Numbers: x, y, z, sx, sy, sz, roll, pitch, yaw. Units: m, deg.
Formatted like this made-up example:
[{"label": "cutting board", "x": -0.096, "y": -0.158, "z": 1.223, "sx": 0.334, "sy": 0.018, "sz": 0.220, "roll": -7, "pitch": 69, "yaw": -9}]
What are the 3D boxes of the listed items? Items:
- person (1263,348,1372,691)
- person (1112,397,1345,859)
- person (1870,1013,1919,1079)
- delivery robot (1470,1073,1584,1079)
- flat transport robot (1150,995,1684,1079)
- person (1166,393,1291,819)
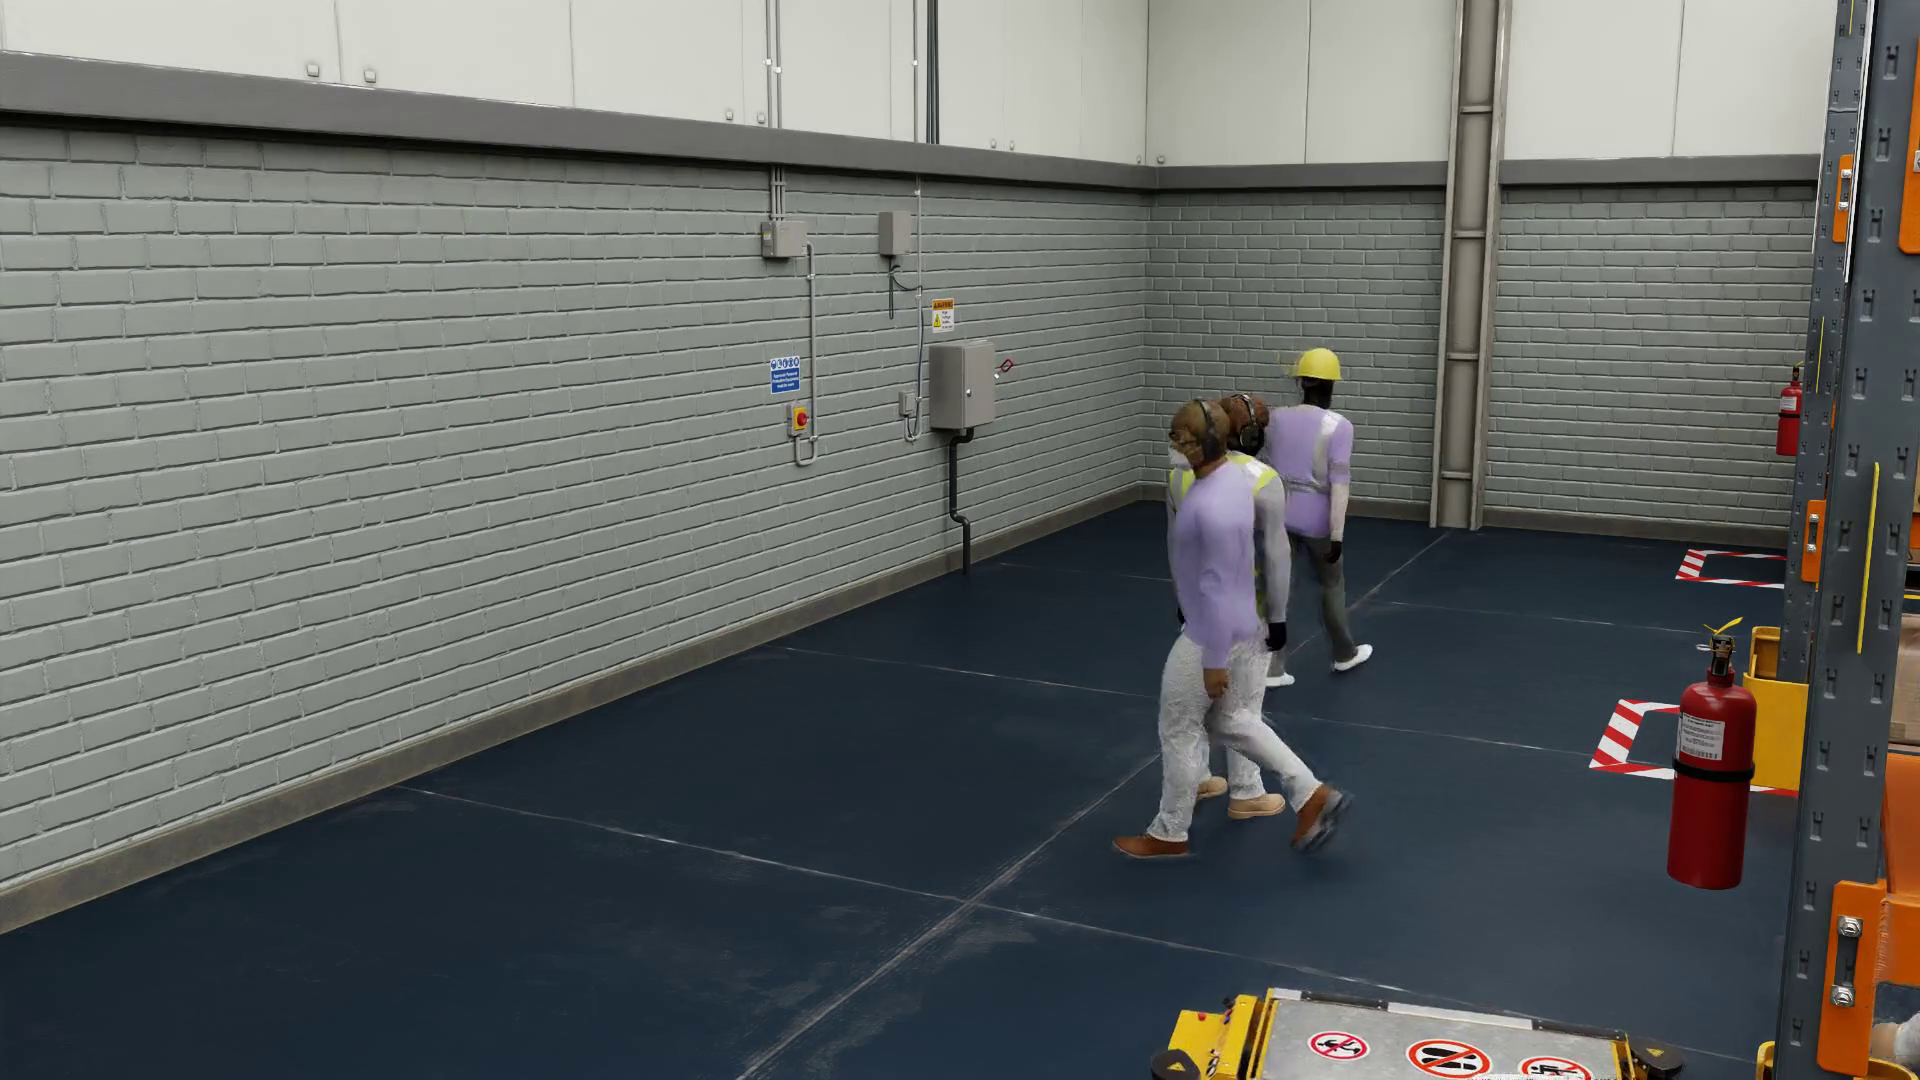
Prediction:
[{"label": "person", "x": 1.993, "y": -0.125, "z": 9.327, "sx": 0.604, "sy": 1.881, "sz": 0.940, "roll": 10, "pitch": 14, "yaw": 44}, {"label": "person", "x": 1.083, "y": 0.378, "z": 6.594, "sx": 0.837, "sy": 1.906, "sz": 0.640, "roll": 2, "pitch": 11, "yaw": 12}, {"label": "person", "x": 2.958, "y": 0.815, "z": 4.437, "sx": 0.651, "sy": 1.818, "sz": 0.709, "roll": -5, "pitch": 11, "yaw": -24}, {"label": "delivery robot", "x": 1.404, "y": 1.502, "z": 3.850, "sx": 0.477, "sy": 0.478, "sz": 0.707, "roll": 0, "pitch": 10, "yaw": 3}, {"label": "flat transport robot", "x": 1.284, "y": 1.540, "z": 4.677, "sx": 1.431, "sy": 0.197, "sz": 0.652, "roll": 3, "pitch": 11, "yaw": 16}, {"label": "person", "x": 1.187, "y": 0.282, "z": 7.251, "sx": 0.429, "sy": 1.842, "sz": 0.632, "roll": -8, "pitch": 13, "yaw": -38}]
